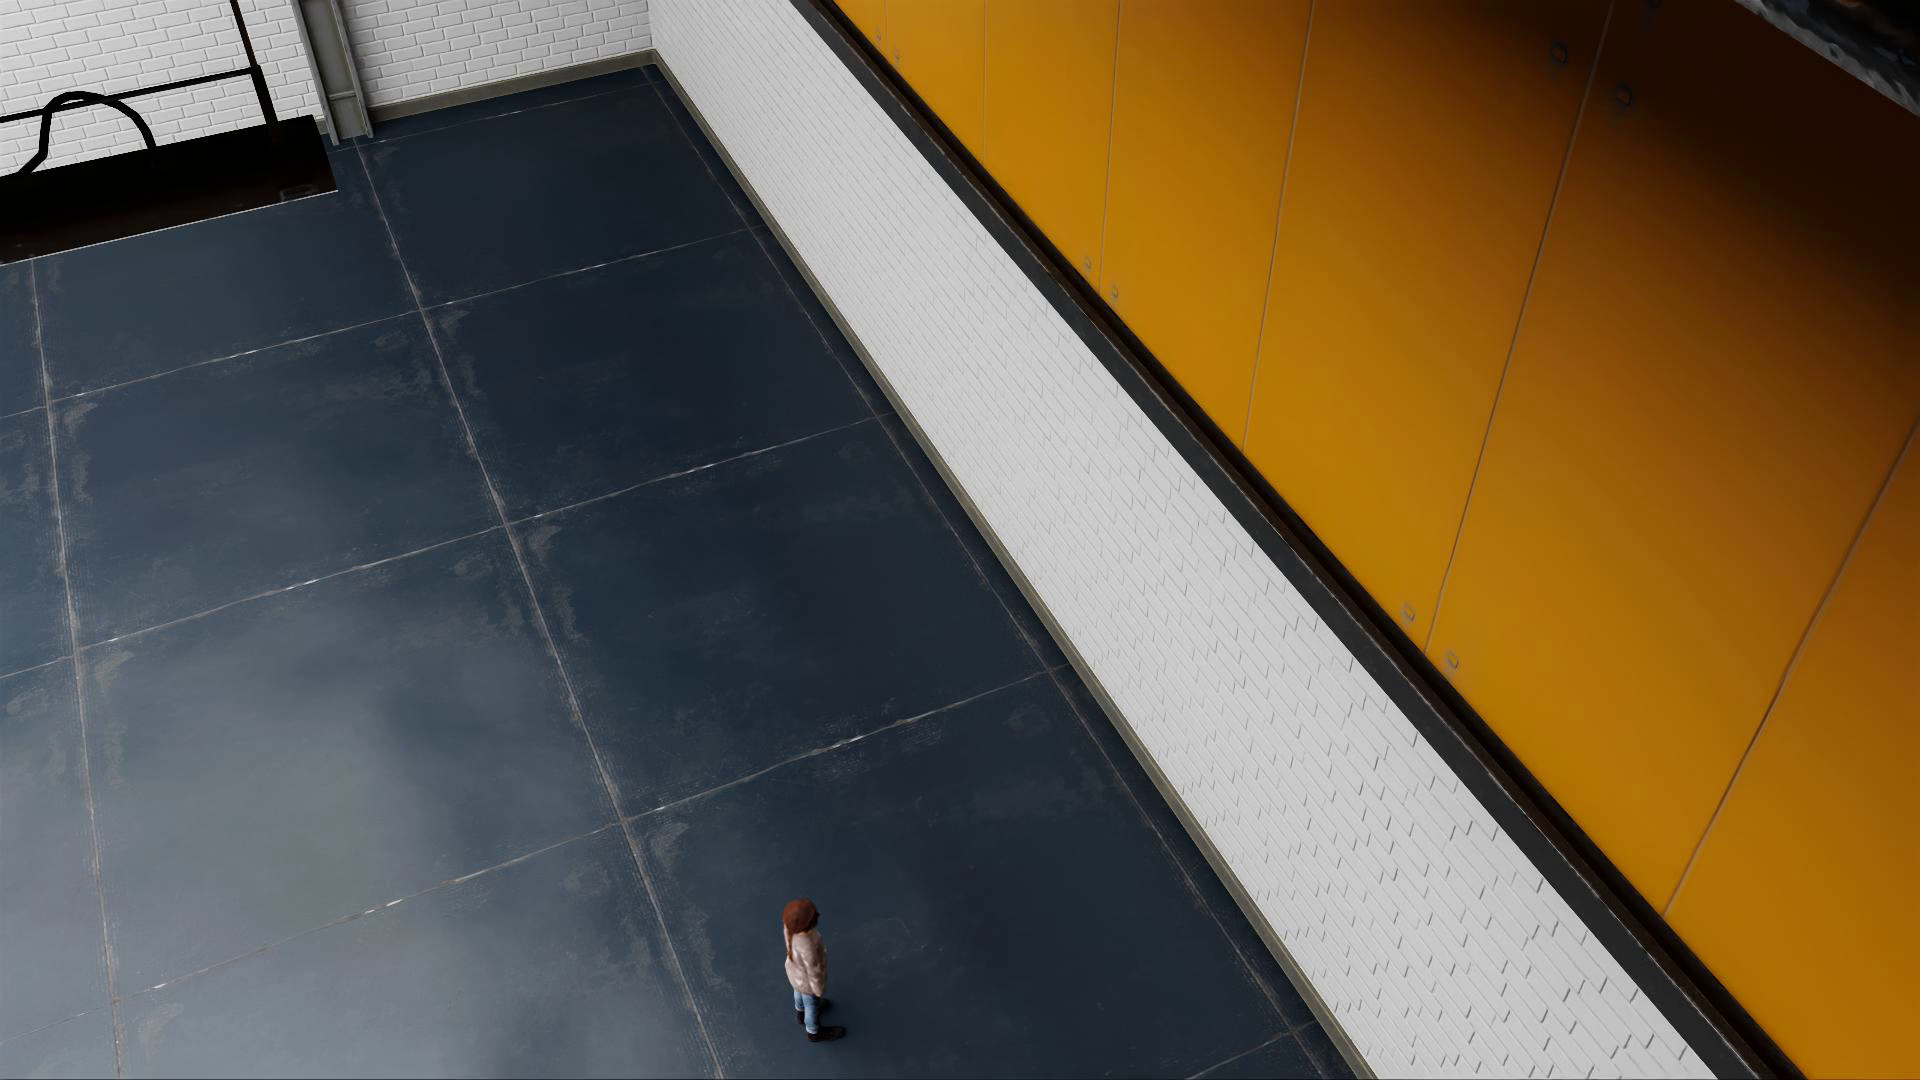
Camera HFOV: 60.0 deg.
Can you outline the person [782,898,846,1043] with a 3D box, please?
[{"bbox_3d":[-0.832,2.308,8.969,0.461,1.194,0.473,-19,47,-19],"label":"person"}]
